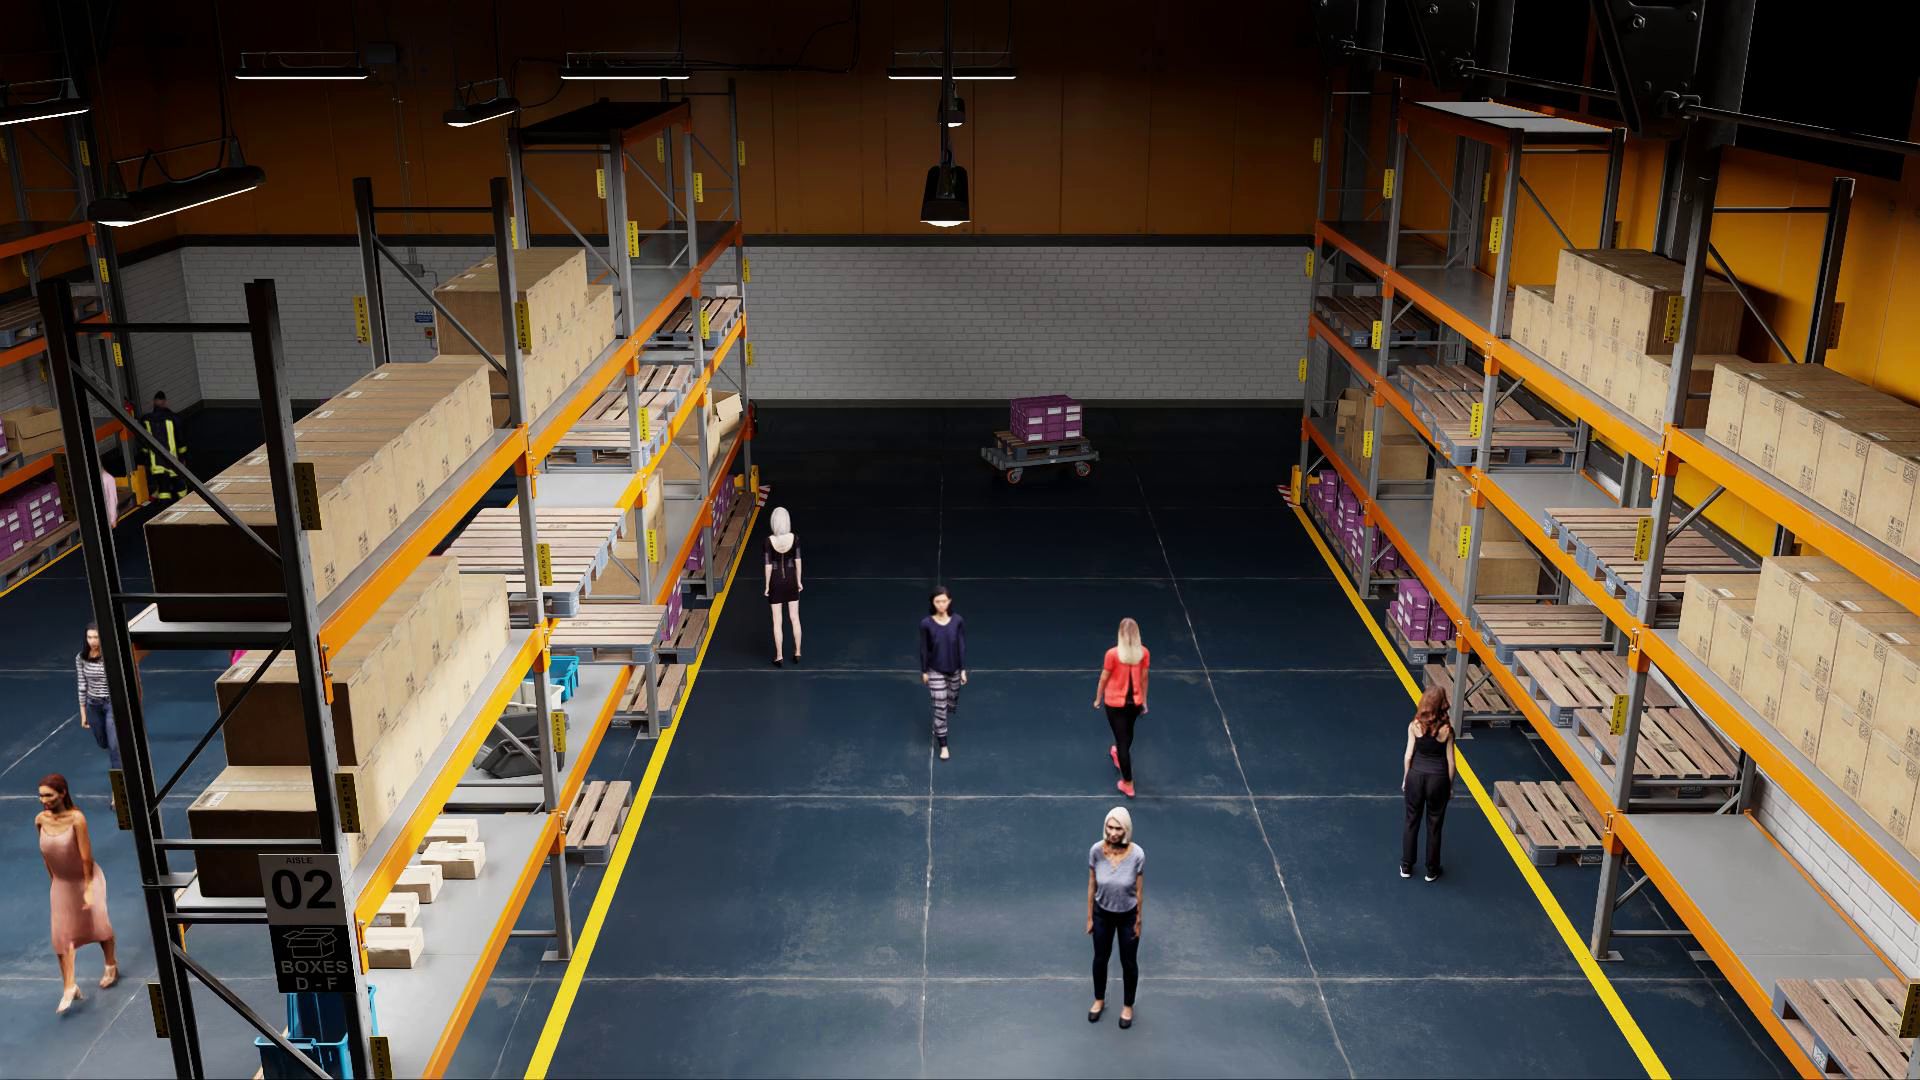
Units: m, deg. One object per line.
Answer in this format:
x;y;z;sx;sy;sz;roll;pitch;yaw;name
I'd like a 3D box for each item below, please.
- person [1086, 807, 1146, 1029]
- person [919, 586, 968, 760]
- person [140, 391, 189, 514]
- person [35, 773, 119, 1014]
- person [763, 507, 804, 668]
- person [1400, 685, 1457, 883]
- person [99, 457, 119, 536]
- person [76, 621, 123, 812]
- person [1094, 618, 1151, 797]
1.132;2.696;12.012;0.607;1.722;0.592;5;19;14;person
-0.162;1.244;16.334;0.725;1.716;0.997;-3;19;-10;person
-11.142;-1.157;23.283;0.963;1.830;1.225;-5;19;-15;person
-6.507;2.528;12.378;0.629;1.808;0.843;1;19;2;person
-1.953;0.509;18.338;0.656;1.830;0.635;-8;20;-22;person
3.919;2.030;13.947;0.647;1.748;0.646;8;20;21;person
-10.862;-0.288;21.003;0.844;1.639;1.044;-6;20;-17;person
-7.811;1.559;15.308;0.642;1.773;1.040;-2;19;-6;person
1.562;1.576;15.439;0.835;1.658;1.111;-7;20;-19;person
